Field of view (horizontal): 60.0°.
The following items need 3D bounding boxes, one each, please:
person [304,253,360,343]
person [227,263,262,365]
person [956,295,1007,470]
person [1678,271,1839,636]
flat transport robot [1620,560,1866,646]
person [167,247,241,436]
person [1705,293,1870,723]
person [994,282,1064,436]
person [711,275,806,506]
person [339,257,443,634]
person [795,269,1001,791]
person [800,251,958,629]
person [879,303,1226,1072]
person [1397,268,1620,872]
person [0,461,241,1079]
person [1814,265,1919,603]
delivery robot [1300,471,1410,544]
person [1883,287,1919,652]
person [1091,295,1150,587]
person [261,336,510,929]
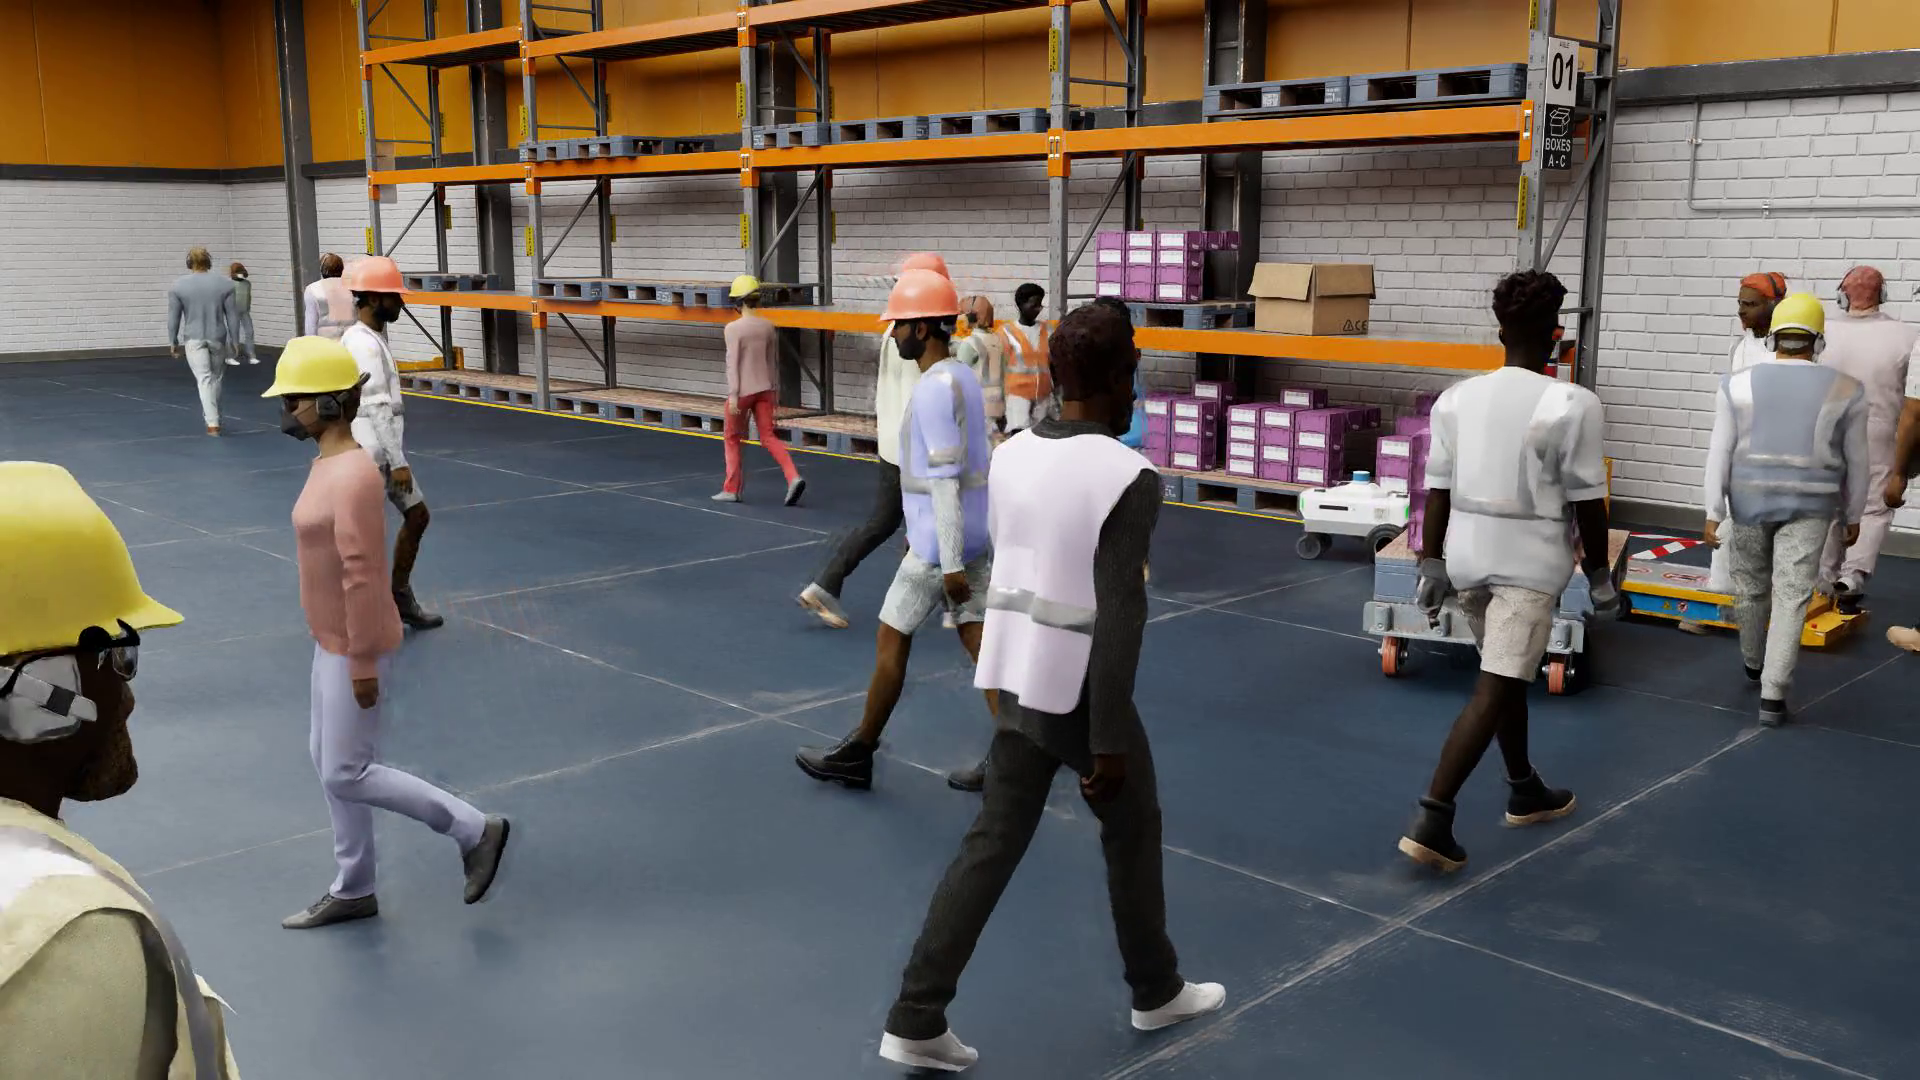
[{"bbox_3d":[-6.222,-1.930,16.608,0.628,1.846,0.429,-9,14,-41],"label":"person"},{"bbox_3d":[-11.200,-3.506,25.876,0.758,1.590,0.522,6,12,31],"label":"person"},{"bbox_3d":[0.074,-0.834,11.244,0.581,1.619,0.518,4,11,23],"label":"person"},{"bbox_3d":[4.112,-0.418,8.379,0.823,1.860,0.583,-3,11,-15],"label":"person"},{"bbox_3d":[3.894,0.298,8.750,1.431,0.197,0.652,10,14,43],"label":"flat transport robot"},{"bbox_3d":[-7.745,-2.027,17.002,0.655,1.888,0.985,-7,13,-35],"label":"person"},{"bbox_3d":[3.531,-0.157,7.124,0.605,1.777,0.944,6,12,31],"label":"person"},{"bbox_3d":[0.500,-1.073,12.393,0.534,1.678,0.355,-6,12,-29],"label":"person"},{"bbox_3d":[-1.523,-1.111,12.441,0.821,1.736,0.534,8,13,37],"label":"person"},{"bbox_3d":[-2.843,-0.435,8.275,0.641,1.914,0.557,-2,11,-12],"label":"person"},{"bbox_3d":[-0.168,-0.015,6.008,0.948,1.891,0.548,3,11,17],"label":"person"},{"bbox_3d":[-0.328,-0.487,8.471,0.986,1.955,0.619,-3,11,-18],"label":"person"},{"bbox_3d":[0.214,0.366,4.034,0.997,1.874,0.607,-7,13,-35],"label":"person"},{"bbox_3d":[1.750,0.088,5.394,0.995,1.927,0.600,-6,12,-31],"label":"person"},{"bbox_3d":[-0.868,0.812,1.761,0.624,1.796,0.820,7,13,34],"label":"person"},{"bbox_3d":[4.708,-0.504,8.758,0.650,1.875,0.837,9,13,39],"label":"person"},{"bbox_3d":[2.491,-0.187,10.362,0.707,0.478,0.477,6,12,27],"label":"delivery robot"},{"bbox_3d":[4.601,-0.380,7.618,0.708,2.000,0.916,-4,11,-19],"label":"person"},{"bbox_3d":[0.800,-0.561,9.585,0.693,1.669,0.544,2,11,9],"label":"person"},{"bbox_3d":[-1.678,0.287,4.789,0.546,1.753,0.528,-5,12,-26],"label":"person"}]
